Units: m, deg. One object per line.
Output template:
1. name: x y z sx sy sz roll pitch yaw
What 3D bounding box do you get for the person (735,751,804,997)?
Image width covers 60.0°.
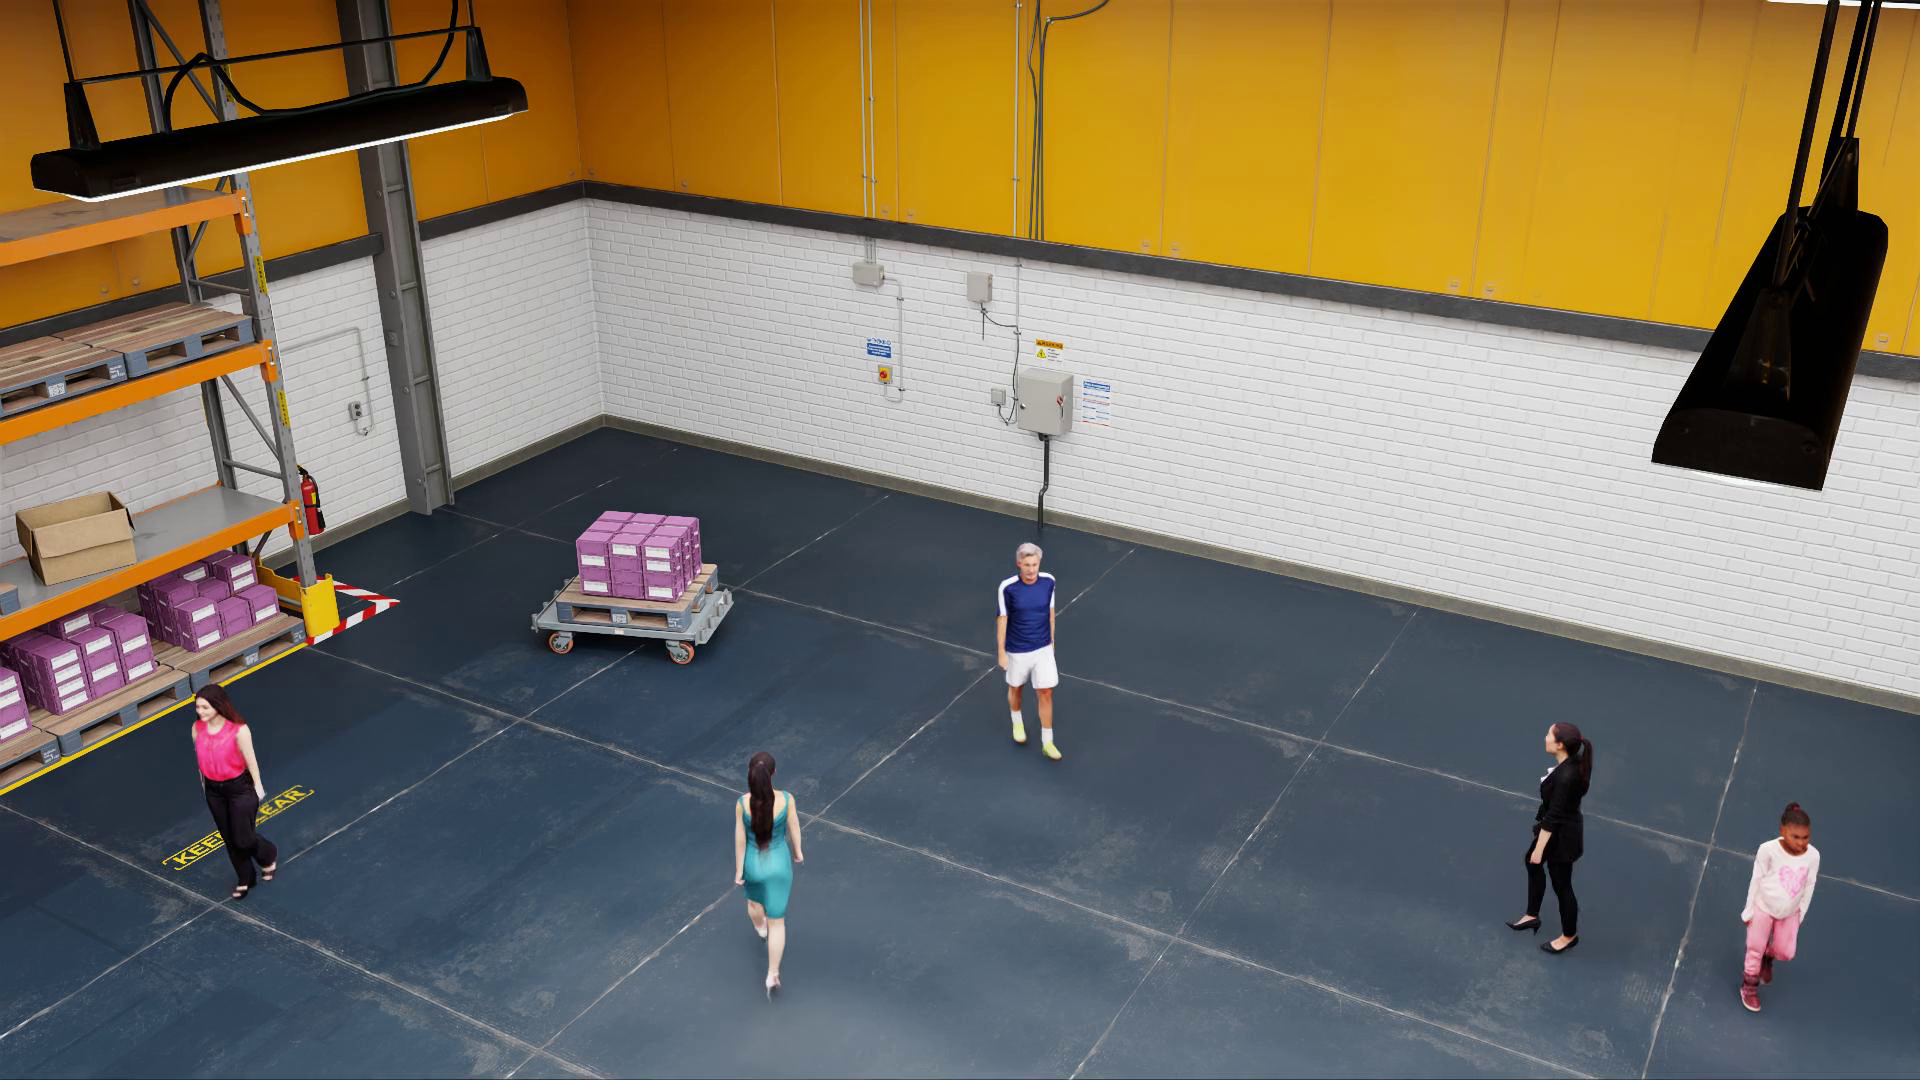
1. person: -1.221 2.137 10.527 0.935 1.653 1.058 -3 24 -7

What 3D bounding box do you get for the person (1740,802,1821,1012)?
1. person: 5.123 2.267 10.501 0.665 1.436 0.766 4 24 10

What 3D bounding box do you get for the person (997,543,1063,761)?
1. person: 0.516 0.814 13.358 1.018 1.811 1.081 -6 24 -13

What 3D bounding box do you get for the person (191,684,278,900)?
1. person: -4.996 1.713 11.506 0.700 1.647 0.759 4 24 10

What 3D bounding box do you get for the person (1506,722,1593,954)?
1. person: 4.017 1.978 10.915 0.782 1.635 0.641 10 26 22
